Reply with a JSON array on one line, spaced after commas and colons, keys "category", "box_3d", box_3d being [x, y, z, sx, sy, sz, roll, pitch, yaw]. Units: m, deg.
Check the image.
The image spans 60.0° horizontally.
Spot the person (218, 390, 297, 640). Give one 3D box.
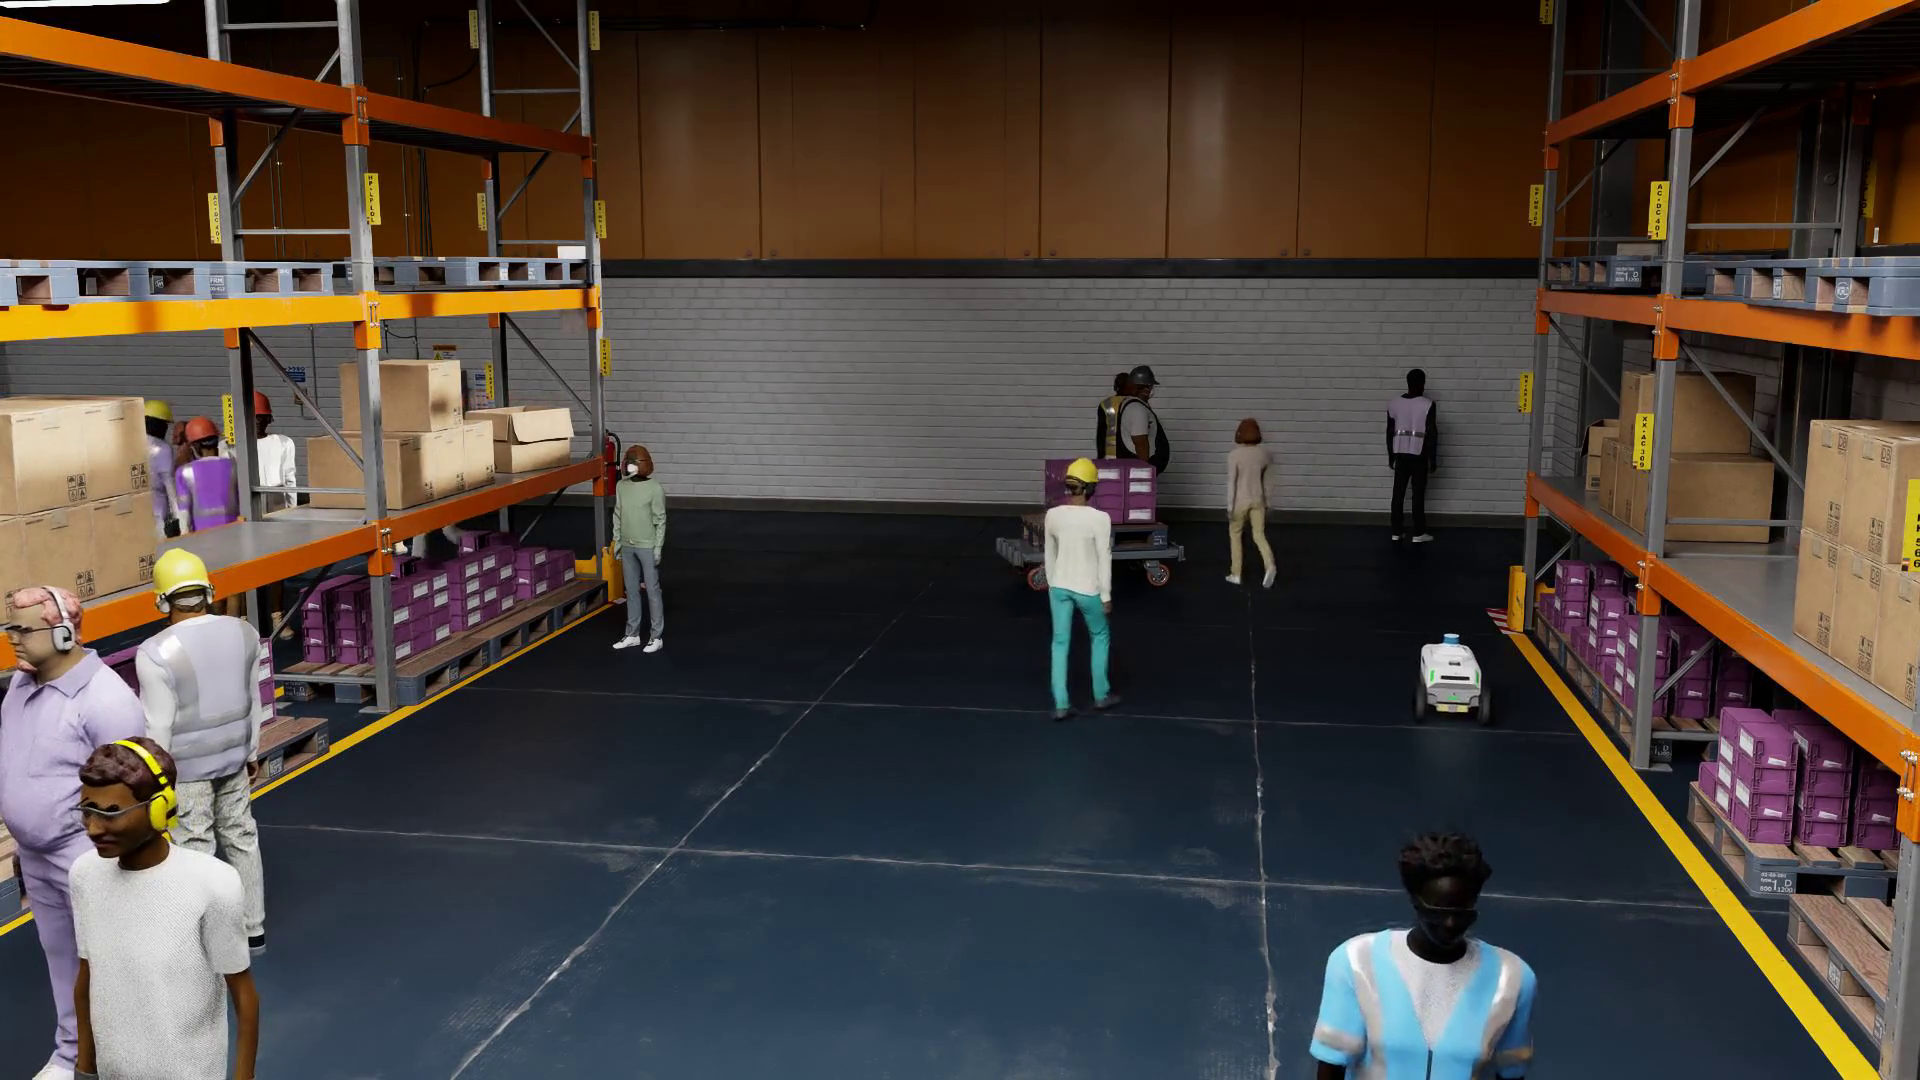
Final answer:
[{"category": "person", "box_3d": [-5.599, -0.181, 13.356, 0.611, 2.042, 0.395, -8, 12, -41]}]

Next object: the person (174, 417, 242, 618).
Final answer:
[{"category": "person", "box_3d": [-5.734, -0.010, 12.857, 0.557, 1.874, 1.029, -3, 10, -19]}]

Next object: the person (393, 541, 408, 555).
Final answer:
[{"category": "person", "box_3d": [-6.083, -0.676, 17.475, 0.535, 1.697, 0.318, -1, 9, -7]}]

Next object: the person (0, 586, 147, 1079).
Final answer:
[{"category": "person", "box_3d": [-3.146, 1.101, 5.870, 0.643, 1.910, 0.400, 5, 11, 30]}]

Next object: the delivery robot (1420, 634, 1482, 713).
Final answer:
[{"category": "delivery robot", "box_3d": [3.287, 0.872, 11.152, 0.477, 0.478, 0.707, 2, 9, 11]}]

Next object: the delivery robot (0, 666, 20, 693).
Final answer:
[{"category": "delivery robot", "box_3d": [-6.563, 0.852, 11.275, 0.477, 0.478, 0.707, 4, 10, 22]}]

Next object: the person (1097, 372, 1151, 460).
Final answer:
[{"category": "person", "box_3d": [1.859, -0.985, 18.944, 0.631, 1.841, 0.429, -1, 9, -6]}]

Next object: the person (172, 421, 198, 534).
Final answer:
[{"category": "person", "box_3d": [-7.004, -0.267, 15.135, 0.307, 1.638, 0.512, -4, 10, -24]}]

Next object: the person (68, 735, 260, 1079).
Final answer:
[{"category": "person", "box_3d": [-2.007, 1.395, 4.188, 0.535, 1.864, 0.309, 2, 9, 13]}]

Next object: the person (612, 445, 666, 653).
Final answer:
[{"category": "person", "box_3d": [-2.528, 0.065, 13.091, 0.500, 1.636, 0.285, 5, 11, 29]}]

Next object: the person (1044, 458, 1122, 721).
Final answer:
[{"category": "person", "box_3d": [0.845, 0.317, 11.175, 0.547, 1.741, 0.711, 6, 11, 32]}]

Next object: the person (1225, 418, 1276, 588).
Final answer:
[{"category": "person", "box_3d": [2.756, -0.342, 15.681, 0.506, 1.606, 0.743, -3, 10, -18]}]

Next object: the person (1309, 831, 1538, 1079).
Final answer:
[{"category": "person", "box_3d": [1.140, 1.505, 4.147, 0.535, 1.657, 0.864, 2, 9, 13]}]

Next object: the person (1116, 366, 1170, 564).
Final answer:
[{"category": "person", "box_3d": [1.861, -0.759, 16.928, 0.537, 2.000, 0.682, -1, 9, -8]}]

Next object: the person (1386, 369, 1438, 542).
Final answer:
[{"category": "person", "box_3d": [4.988, -0.931, 18.388, 0.588, 1.913, 0.391, 8, 12, 41]}]

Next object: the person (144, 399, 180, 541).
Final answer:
[{"category": "person", "box_3d": [-7.025, -0.280, 14.457, 0.625, 1.889, 0.880, 5, 11, 29]}]

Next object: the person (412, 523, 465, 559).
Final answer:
[{"category": "person", "box_3d": [-4.883, -0.466, 15.742, 0.916, 1.849, 0.575, -7, 12, -37]}]

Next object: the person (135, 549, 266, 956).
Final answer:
[{"category": "person", "box_3d": [-3.240, 0.944, 7.082, 0.403, 1.826, 0.594, 4, 10, 25]}]
